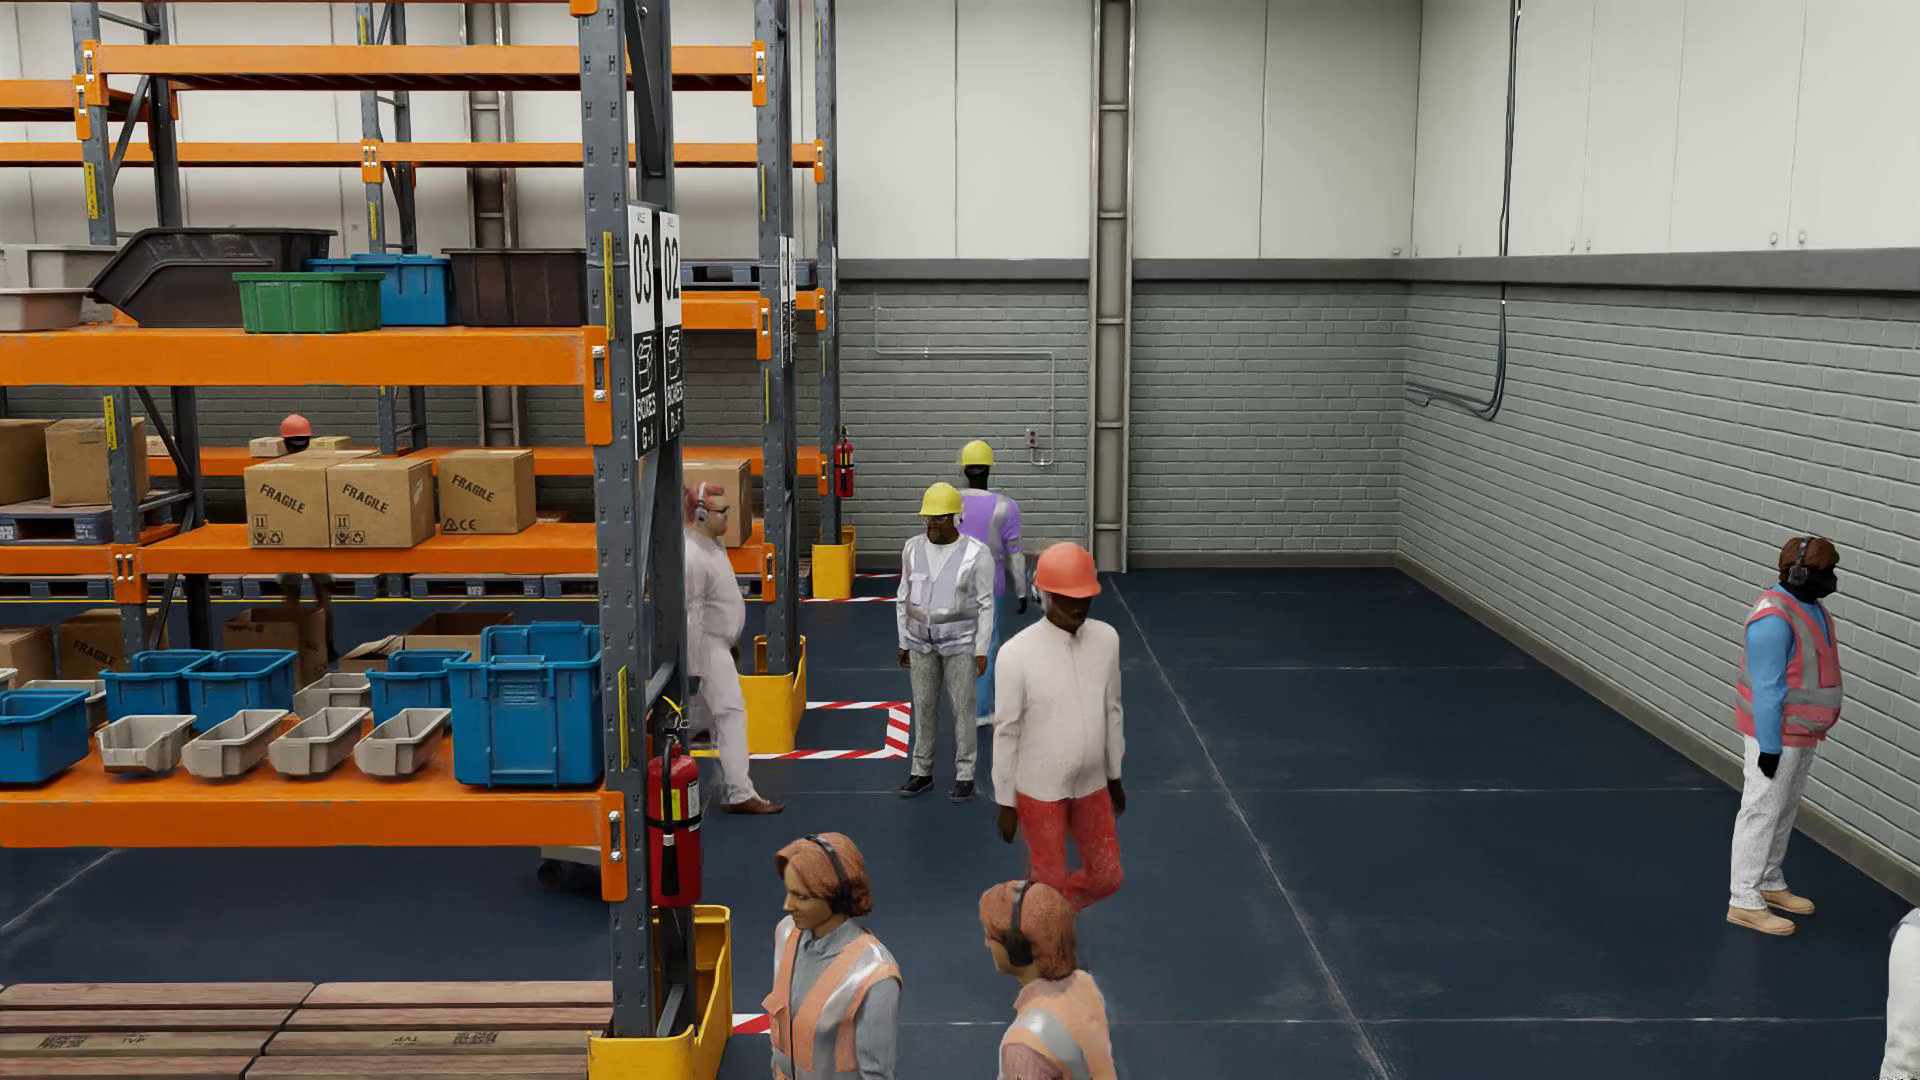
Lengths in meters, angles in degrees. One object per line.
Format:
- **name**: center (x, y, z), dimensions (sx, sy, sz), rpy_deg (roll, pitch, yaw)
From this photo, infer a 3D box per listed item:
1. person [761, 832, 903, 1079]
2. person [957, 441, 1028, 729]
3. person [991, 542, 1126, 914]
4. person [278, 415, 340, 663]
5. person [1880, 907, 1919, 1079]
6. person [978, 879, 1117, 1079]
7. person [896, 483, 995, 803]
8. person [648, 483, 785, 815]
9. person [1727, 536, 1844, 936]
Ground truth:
- **person**: center (-0.319, 1.533, 4.279), dimensions (0.319, 1.631, 0.518), rpy_deg (-7, 11, -36)
- **person**: center (0.141, 0.290, 11.032), dimensions (0.630, 1.908, 0.519), rpy_deg (3, 10, 16)
- **person**: center (0.384, 0.967, 6.680), dimensions (0.635, 1.976, 0.513), rpy_deg (-6, 11, -34)
- **person**: center (-5.033, 0.003, 12.778), dimensions (0.564, 1.930, 0.392), rpy_deg (-3, 10, -19)
- **person**: center (2.407, 1.447, 3.833), dimensions (0.607, 1.947, 0.406), rpy_deg (-1, 9, -6)
- **person**: center (0.346, 1.605, 3.977), dimensions (0.618, 1.591, 0.523), rpy_deg (3, 10, 15)
- **person**: center (-0.100, 0.581, 9.501), dimensions (0.590, 1.833, 0.403), rpy_deg (4, 10, 22)
- **person**: center (-1.453, 0.605, 9.232), dimensions (0.850, 1.877, 0.644), rpy_deg (-1, 9, -6)
- **person**: center (3.813, 0.883, 7.664), dimensions (0.431, 1.835, 0.623), rpy_deg (8, 12, 41)
